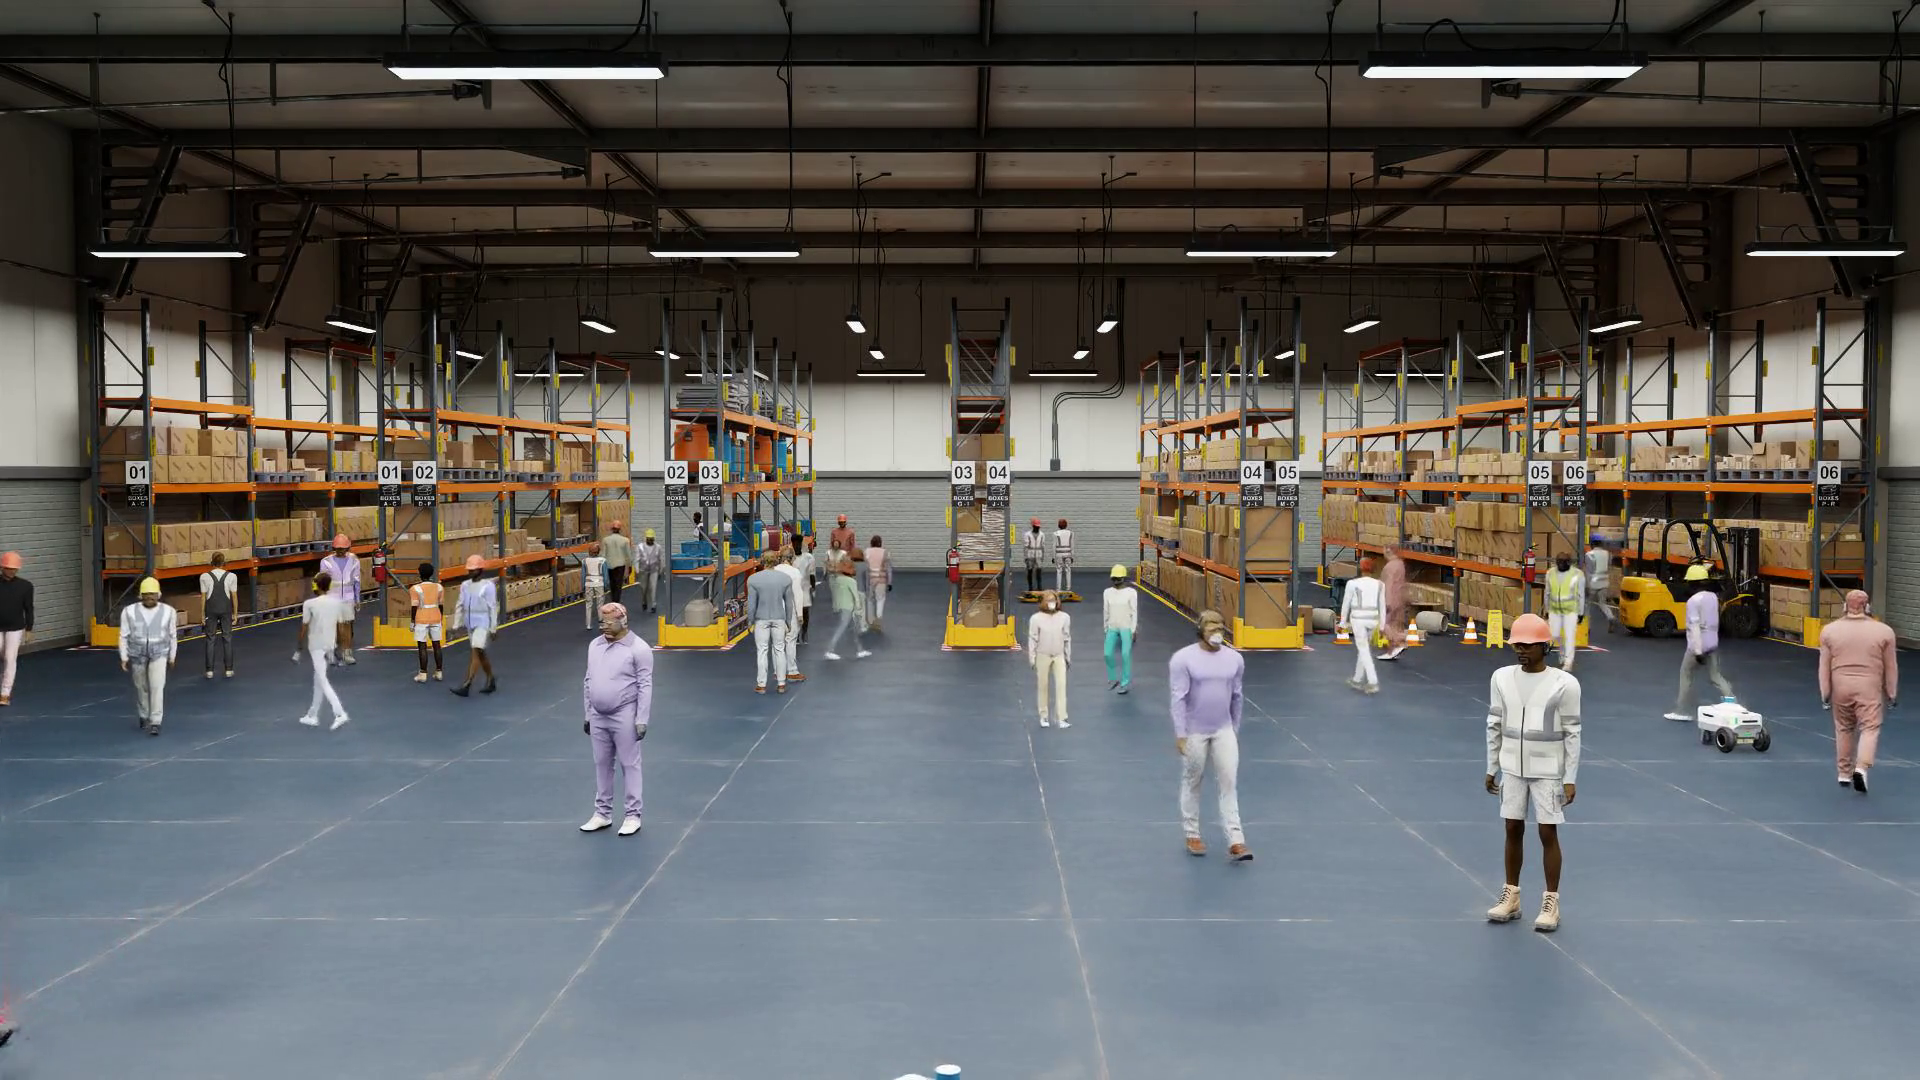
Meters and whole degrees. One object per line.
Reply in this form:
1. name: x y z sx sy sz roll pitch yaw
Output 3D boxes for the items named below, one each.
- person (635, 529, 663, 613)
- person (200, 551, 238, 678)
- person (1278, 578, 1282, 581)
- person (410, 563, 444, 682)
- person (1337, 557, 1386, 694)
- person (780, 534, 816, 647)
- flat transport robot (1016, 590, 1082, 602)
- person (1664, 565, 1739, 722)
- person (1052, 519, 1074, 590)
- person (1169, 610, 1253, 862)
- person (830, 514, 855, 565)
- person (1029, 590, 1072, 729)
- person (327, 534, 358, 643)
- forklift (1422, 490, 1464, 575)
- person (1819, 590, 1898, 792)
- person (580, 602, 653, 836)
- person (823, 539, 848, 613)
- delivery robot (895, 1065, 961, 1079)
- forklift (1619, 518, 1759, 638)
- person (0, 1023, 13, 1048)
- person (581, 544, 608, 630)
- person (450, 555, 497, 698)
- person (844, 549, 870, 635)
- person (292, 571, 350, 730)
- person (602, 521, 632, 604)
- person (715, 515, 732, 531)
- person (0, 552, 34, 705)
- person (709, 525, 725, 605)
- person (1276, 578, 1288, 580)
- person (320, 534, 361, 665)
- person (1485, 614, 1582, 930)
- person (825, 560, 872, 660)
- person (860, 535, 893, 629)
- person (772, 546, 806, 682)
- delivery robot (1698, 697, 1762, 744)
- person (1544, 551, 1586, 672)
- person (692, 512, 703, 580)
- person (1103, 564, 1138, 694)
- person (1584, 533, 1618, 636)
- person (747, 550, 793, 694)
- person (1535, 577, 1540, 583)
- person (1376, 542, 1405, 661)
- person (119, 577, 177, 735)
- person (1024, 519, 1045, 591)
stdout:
1. person: -6.718 0.652 34.901 0.590 1.806 0.753 0 2 -11
2. person: -10.830 1.085 23.598 0.504 1.840 0.329 -1 3 -29
3. person: 7.875 0.408 40.547 0.558 1.837 0.811 -1 2 -18
4. person: -7.617 1.175 23.073 0.321 1.695 0.537 2 3 42
5. person: 5.508 1.152 21.958 0.583 1.839 0.978 -1 2 -16
6. person: -2.786 0.875 27.728 0.639 1.922 0.918 0 2 -6
7. flat transport robot: 2.090 1.309 37.910 1.431 0.197 0.652 -1 2 -20
8. person: 8.849 1.239 19.136 0.588 1.895 0.896 -1 3 -32
9. person: 2.564 0.409 40.089 0.577 1.882 0.339 -1 2 -18
10. person: 1.928 1.500 12.389 0.646 1.927 0.686 0 2 -12
11. person: -2.905 0.361 39.866 0.610 1.996 0.379 0 2 1
12. person: 1.066 1.391 18.682 0.531 1.600 0.771 0 2 -12
13. person: -10.895 0.852 28.461 0.571 1.920 0.468 -1 2 -12
14. forklift: 13.926 -0.371 47.846 1.873 2.768 1.129 0 2 0
15. person: 8.403 1.406 15.118 0.648 1.887 0.837 2 3 35
16. person: -2.850 1.463 13.306 0.638 1.903 0.408 1 3 25
17. person: -2.657 0.777 34.374 0.516 1.598 0.846 0 2 8
18. delivery robot: -0.048 2.370 6.513 0.707 0.478 0.477 2 3 43
19. forklift: 13.417 0.684 29.791 2.313 2.155 1.214 0 2 0
20. person: -5.007 1.767 7.692 0.801 1.736 0.525 -1 3 -30
21. person: -6.958 0.897 30.750 0.514 1.642 0.314 0 2 5
22. person: -6.489 1.142 21.585 0.546 1.884 0.996 1 3 27
23. person: -1.907 0.956 29.900 0.514 1.584 0.860 0 2 6
24. person: -7.430 1.281 18.830 0.940 1.833 0.536 1 3 29
25. person: -7.611 0.551 35.824 0.648 1.944 1.038 0 2 -1
26. person: -6.866 0.142 46.910 0.520 1.873 0.333 0 2 -3
27. person: -12.216 1.135 20.673 0.635 1.965 0.491 -1 3 -28
28. person: -5.514 0.567 36.753 0.592 1.828 0.404 -1 2 -15
29. person: 9.149 0.159 45.667 0.360 1.938 0.545 1 3 32
30. person: -9.649 0.926 25.175 0.605 2.033 0.392 -1 3 -32
31. person: 3.728 1.501 10.564 0.614 2.042 0.373 2 3 42
32. person: -1.794 1.121 25.884 0.881 1.588 0.511 -1 3 -31
33. person: -1.618 0.811 30.921 0.642 1.816 0.763 0 2 1
34. person: -2.488 1.057 23.140 0.627 1.934 0.371 2 3 36
35. delivery robot: 8.302 1.937 17.431 0.477 0.478 0.707 0 2 -10
36. person: 9.128 1.068 24.342 0.629 1.824 0.507 2 3 41
37. person: -7.353 0.171 45.610 0.372 1.917 0.596 -1 2 -23
38. person: 2.161 1.202 21.772 0.529 1.751 0.405 1 3 29
39. person: 11.705 0.822 29.535 0.618 1.897 0.710 -1 2 -13
40. person: -2.577 1.104 21.861 0.638 1.938 0.356 -1 2 -19
41. person: 12.927 0.624 36.500 0.320 1.737 0.483 -1 3 -27
42. person: 6.815 0.976 25.599 0.419 1.894 0.681 1 3 29
43. person: -9.325 1.312 18.565 0.583 1.793 0.953 -1 2 -23
44. person: 1.850 0.421 39.733 0.554 1.869 1.037 0 2 -9
